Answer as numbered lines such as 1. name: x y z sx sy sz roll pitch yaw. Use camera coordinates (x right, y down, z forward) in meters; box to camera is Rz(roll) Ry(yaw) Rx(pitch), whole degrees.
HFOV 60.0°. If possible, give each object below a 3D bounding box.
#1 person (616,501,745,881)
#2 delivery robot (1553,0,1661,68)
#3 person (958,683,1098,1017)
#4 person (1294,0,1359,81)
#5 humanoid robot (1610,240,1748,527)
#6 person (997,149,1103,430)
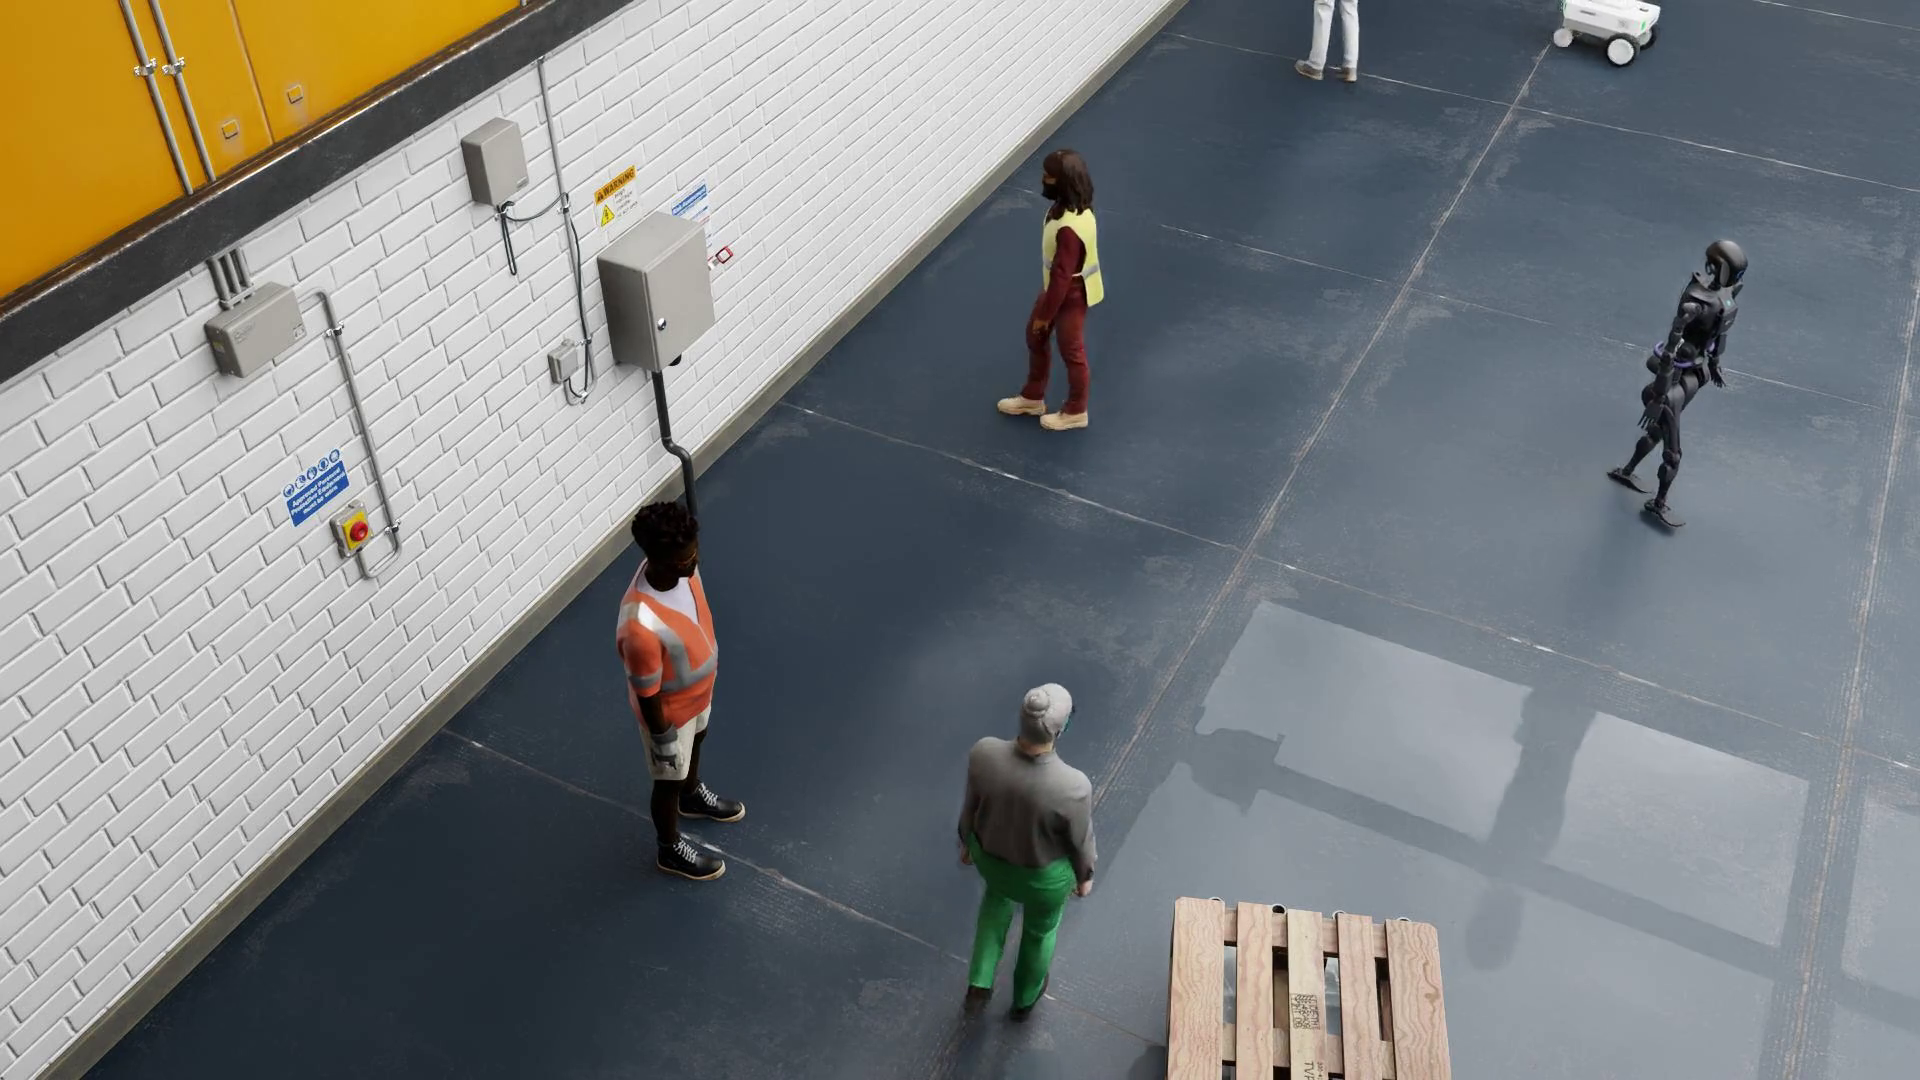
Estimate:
1. person: -1.157 0.618 6.835 0.381 1.957 0.600 7 41 8
2. delivery robot: 5.263 -4.229 13.514 0.765 0.585 0.499 27 48 28
3. person: 0.255 1.176 6.279 0.556 1.827 0.425 18 44 19
4. person: 2.919 -4.417 12.740 0.588 1.889 0.483 -18 44 -20
5. humanoid robot: 3.858 -0.840 8.743 0.608 1.642 0.608 -28 48 -28
6. person: 0.477 -1.351 9.266 0.613 1.757 0.476 -3 41 -4
